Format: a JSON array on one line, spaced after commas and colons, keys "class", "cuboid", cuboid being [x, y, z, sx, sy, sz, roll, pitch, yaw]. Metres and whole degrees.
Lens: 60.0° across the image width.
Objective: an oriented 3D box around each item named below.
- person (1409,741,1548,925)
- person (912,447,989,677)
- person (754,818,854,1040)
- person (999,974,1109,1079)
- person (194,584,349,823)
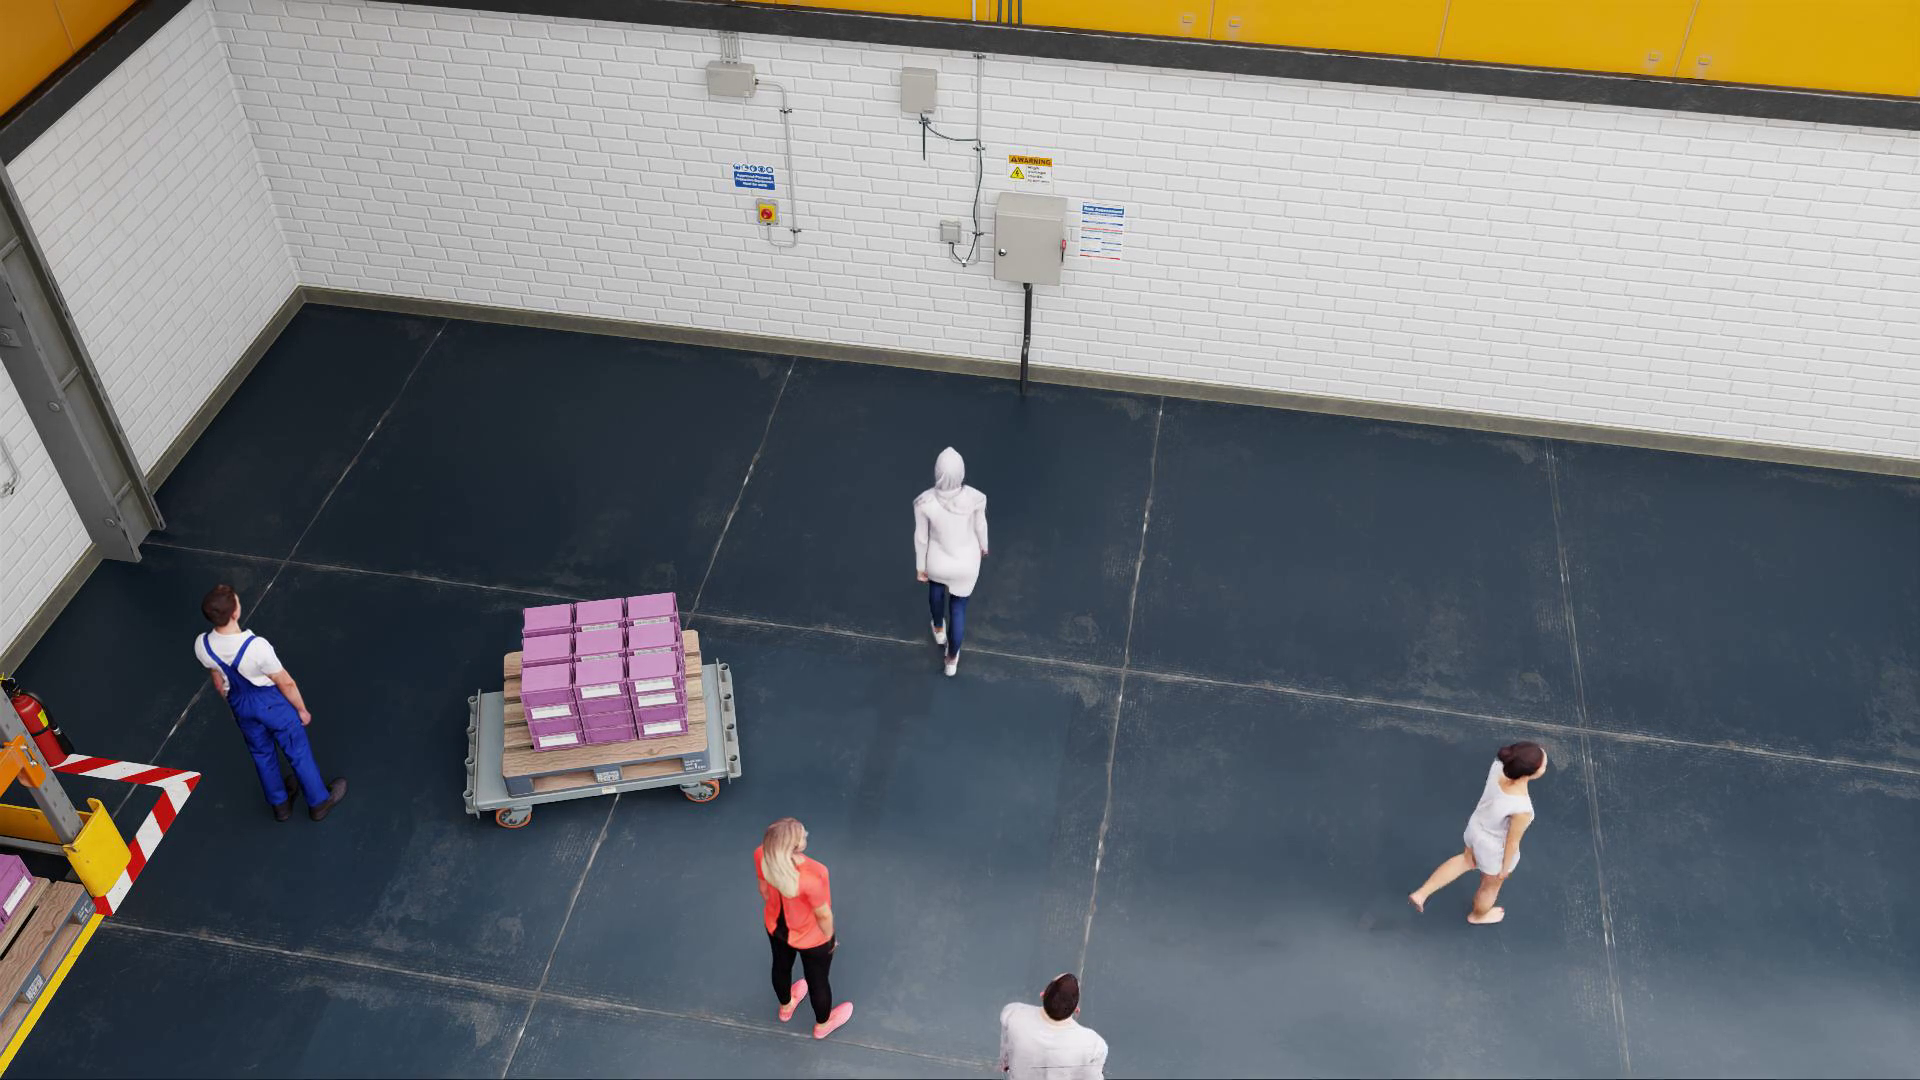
[{"class": "person", "cuboid": [2.860, 1.642, 9.139, 0.814, 1.597, 0.857, -8, 44, -8]}, {"class": "person", "cuboid": [-0.053, 0.199, 10.536, 0.659, 1.759, 0.767, 3, 44, 3]}, {"class": "person", "cuboid": [-0.852, 2.021, 8.670, 0.669, 1.695, 0.664, 25, 49, 24]}, {"class": "person", "cuboid": [0.389, 2.648, 7.922, 0.792, 1.818, 1.060, 14, 45, 15]}, {"class": "person", "cuboid": [-4.058, 0.967, 9.664, 0.642, 1.850, 0.578, 4, 44, 4]}]
